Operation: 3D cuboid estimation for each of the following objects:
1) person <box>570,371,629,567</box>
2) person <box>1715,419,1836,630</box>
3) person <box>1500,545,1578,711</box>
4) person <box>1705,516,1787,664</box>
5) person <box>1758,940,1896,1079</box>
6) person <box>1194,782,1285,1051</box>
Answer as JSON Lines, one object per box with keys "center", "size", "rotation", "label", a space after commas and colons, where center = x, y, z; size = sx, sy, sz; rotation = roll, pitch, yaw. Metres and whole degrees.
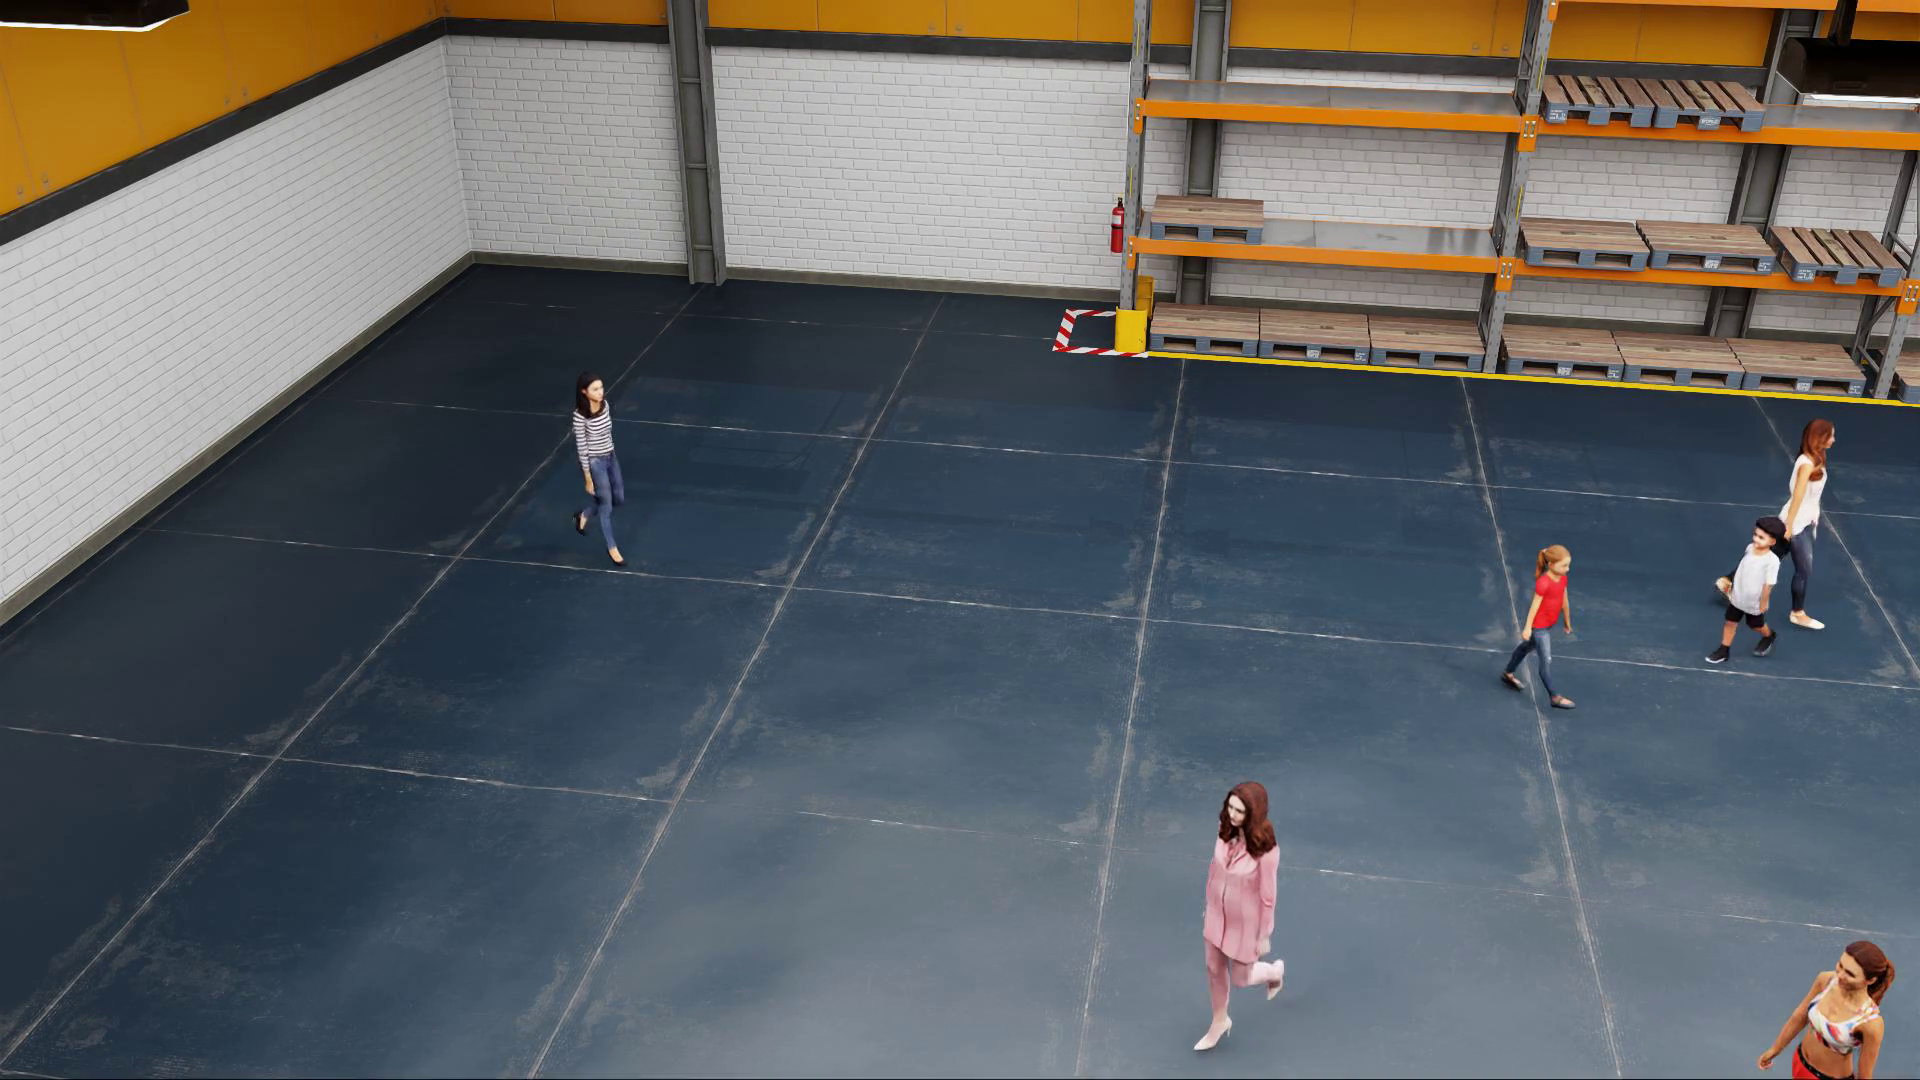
{"center": [-3.108, -0.597, 14.053], "size": [0.914, 1.779, 0.743], "rotation": [15, 32, 25], "label": "person"}
{"center": [6.568, -0.157, 13.277], "size": [1.175, 1.749, 0.896], "rotation": [17, 33, 28], "label": "person"}
{"center": [4.282, 0.596, 12.385], "size": [0.827, 1.282, 0.932], "rotation": [-22, 36, -35], "label": "person"}
{"center": [6.147, 0.382, 12.815], "size": [0.898, 1.246, 0.751], "rotation": [-11, 31, -19], "label": "person"}
{"center": [4.287, 2.645, 8.148], "size": [1.214, 1.743, 0.810], "rotation": [-4, 29, -7], "label": "person"}
{"center": [1.600, 2.054, 9.187], "size": [1.001, 1.785, 0.956], "rotation": [-20, 34, -32], "label": "person"}
